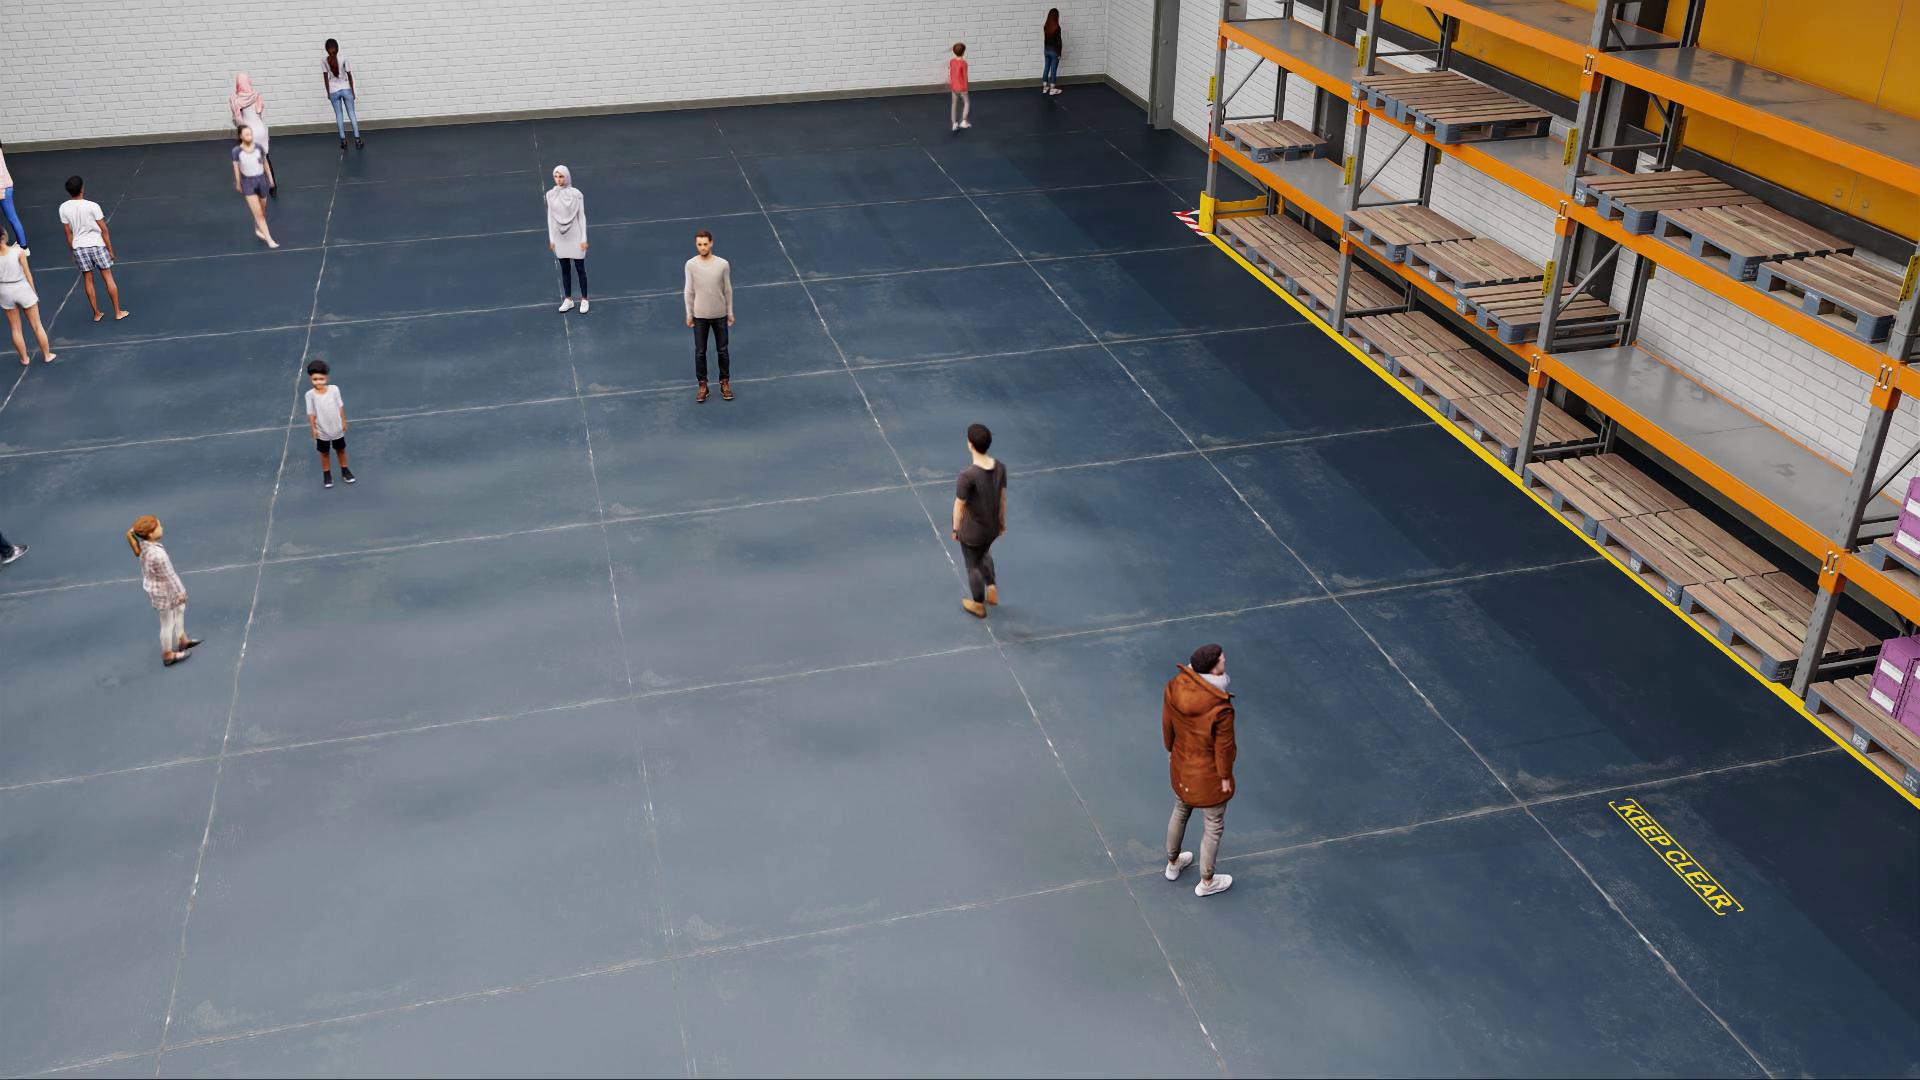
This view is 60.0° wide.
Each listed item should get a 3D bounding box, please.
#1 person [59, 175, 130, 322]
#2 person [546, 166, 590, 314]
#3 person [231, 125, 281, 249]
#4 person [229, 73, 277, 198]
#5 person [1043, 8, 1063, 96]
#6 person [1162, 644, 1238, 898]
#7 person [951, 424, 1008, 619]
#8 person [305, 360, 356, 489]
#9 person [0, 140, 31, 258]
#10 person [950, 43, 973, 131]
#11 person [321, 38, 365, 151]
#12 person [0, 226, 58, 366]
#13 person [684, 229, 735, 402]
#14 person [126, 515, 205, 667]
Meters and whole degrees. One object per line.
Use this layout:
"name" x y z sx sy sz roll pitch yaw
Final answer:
"person" -10.299 -3.445 19.688 0.662 1.734 0.585 -3 29 -5
"person" -4.689 -3.612 19.951 0.679 1.775 0.646 3 29 5
"person" -9.430 -4.706 22.136 1.131 1.602 0.964 23 36 35
"person" -10.179 -5.827 23.980 0.760 1.804 0.734 25 37 38
"person" 1.632 -8.707 29.598 0.589 1.481 0.688 25 37 38
"person" 1.532 1.454 10.598 0.898 1.839 0.808 -24 37 -37
"person" 0.202 -0.112 13.609 0.699 1.703 0.693 -20 35 -32
"person" -6.059 -1.132 15.946 0.537 1.257 0.546 -16 32 -27
"person" -12.511 -4.586 21.742 0.770 1.769 0.592 -17 33 -28
"person" -0.051 -7.446 27.360 0.672 1.411 0.732 19 34 31
"person" -9.818 -7.077 26.363 0.570 1.719 0.503 -7 29 -13
"person" -10.504 -2.730 18.505 0.573 1.611 0.516 -9 30 -16
"person" -2.648 -2.391 17.616 0.669 1.867 0.571 -5 29 -10
"person" -6.336 0.416 13.066 0.671 1.298 0.731 24 37 37
